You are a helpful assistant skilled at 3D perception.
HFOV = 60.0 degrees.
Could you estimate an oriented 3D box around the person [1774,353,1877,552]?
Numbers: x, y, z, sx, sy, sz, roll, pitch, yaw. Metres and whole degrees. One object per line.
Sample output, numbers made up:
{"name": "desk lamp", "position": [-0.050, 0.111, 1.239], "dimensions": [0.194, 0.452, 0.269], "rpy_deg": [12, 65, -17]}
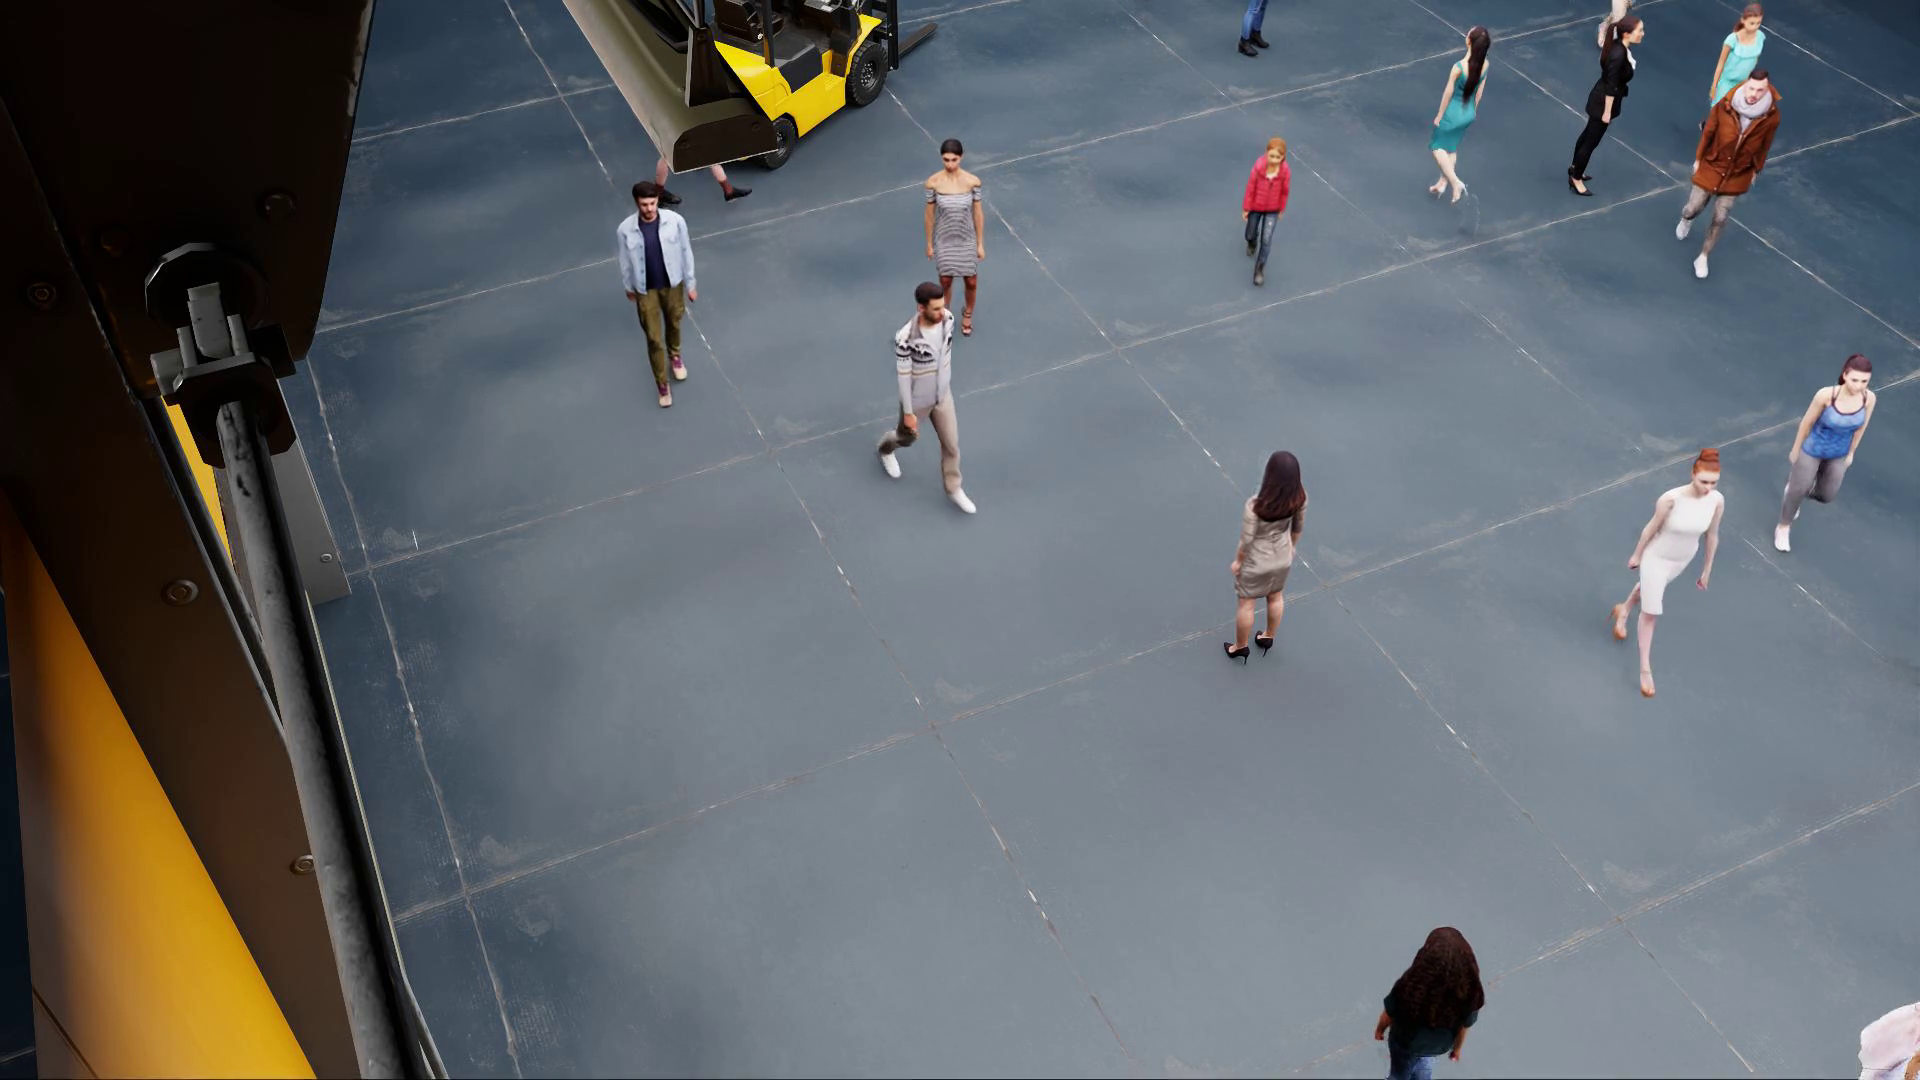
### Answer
{"name": "person", "position": [5.920, -0.645, 11.436], "dimensions": [0.762, 1.601, 0.850], "rpy_deg": [5, 44, 5]}

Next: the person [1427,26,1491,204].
{"name": "person", "position": [4.383, -3.662, 14.553], "dimensions": [0.561, 1.670, 0.735], "rpy_deg": [-17, 46, -17]}

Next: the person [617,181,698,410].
{"name": "person", "position": [-2.300, -1.975, 12.694], "dimensions": [0.780, 1.792, 0.962], "rpy_deg": [-12, 45, -12]}

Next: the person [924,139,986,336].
{"name": "person", "position": [-0.017, -2.354, 13.074], "dimensions": [0.700, 1.817, 0.688], "rpy_deg": [-1, 44, -1]}

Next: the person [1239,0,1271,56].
{"name": "person", "position": [3.049, -5.689, 16.710], "dimensions": [0.684, 1.630, 0.675], "rpy_deg": [25, 49, 24]}

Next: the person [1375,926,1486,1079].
{"name": "person", "position": [2.274, 2.489, 8.144], "dimensions": [0.711, 1.605, 0.752], "rpy_deg": [2, 44, 3]}

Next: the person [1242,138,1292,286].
{"name": "person", "position": [2.542, -2.806, 13.921], "dimensions": [0.747, 1.303, 0.860], "rpy_deg": [6, 44, 6]}

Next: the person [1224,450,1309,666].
{"name": "person", "position": [1.935, 0.119, 10.528], "dimensions": [0.599, 1.747, 0.520], "rpy_deg": [-15, 46, -15]}

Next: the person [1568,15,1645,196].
{"name": "person", "position": [5.721, -3.885, 14.795], "dimensions": [0.749, 1.660, 0.678], "rpy_deg": [12, 45, 12]}

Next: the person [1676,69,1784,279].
{"name": "person", "position": [6.372, -3.105, 13.858], "dimensions": [0.984, 1.822, 1.052], "rpy_deg": [12, 45, 12]}

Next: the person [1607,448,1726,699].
{"name": "person", "position": [4.461, 0.067, 10.573], "dimensions": [0.854, 1.760, 1.100], "rpy_deg": [-1, 44, -1]}

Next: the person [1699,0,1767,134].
{"name": "person", "position": [7.019, -4.211, 15.221], "dimensions": [0.647, 1.544, 0.740], "rpy_deg": [-9, 44, -9]}

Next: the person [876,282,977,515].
{"name": "person", "position": [-0.306, -1.068, 11.706], "dimensions": [0.875, 1.842, 1.227], "rpy_deg": [-29, 51, -27]}
